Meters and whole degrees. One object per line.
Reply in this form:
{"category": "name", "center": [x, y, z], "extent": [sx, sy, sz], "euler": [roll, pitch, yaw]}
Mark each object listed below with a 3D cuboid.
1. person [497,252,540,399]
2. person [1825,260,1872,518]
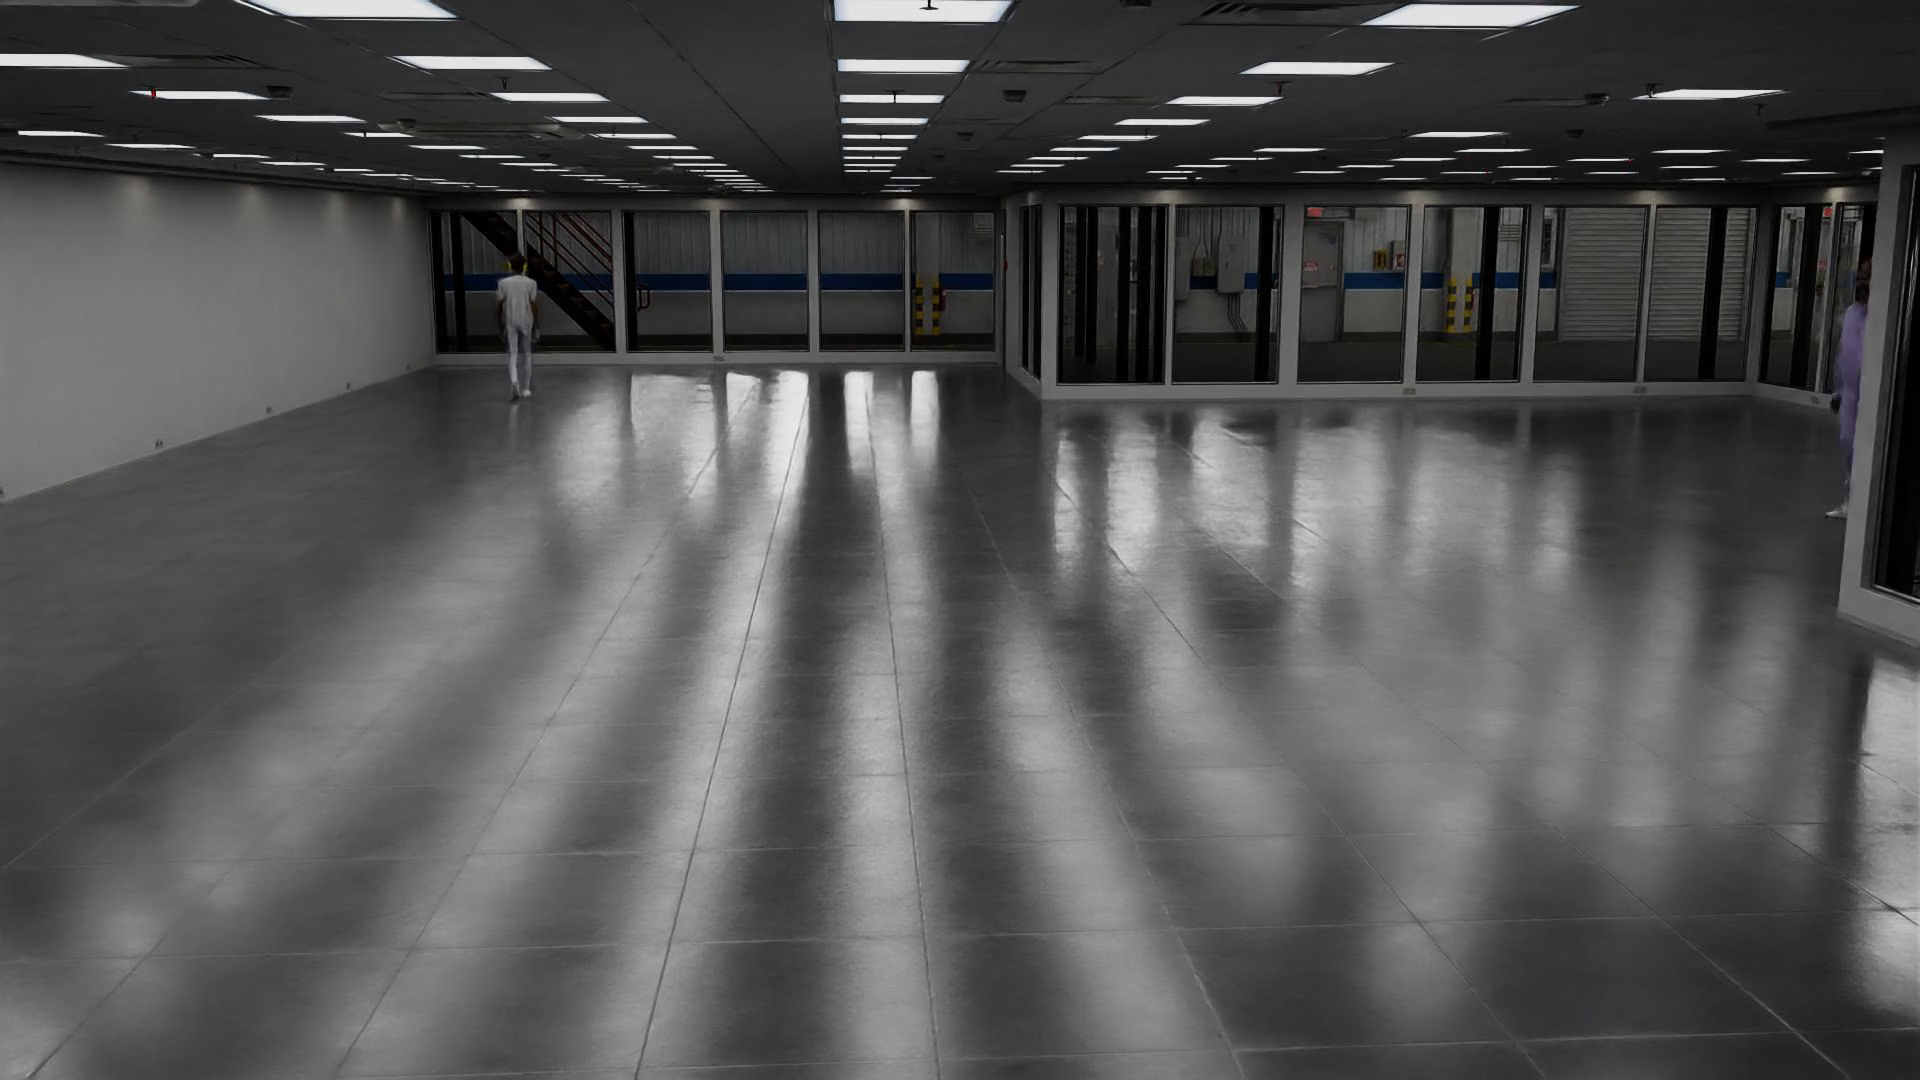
{"category": "person", "center": [-5.553, -2.689, 20.871], "extent": [0.527, 1.845, 0.796], "euler": [-2, 11, -10]}
{"category": "person", "center": [6.590, -1.071, 12.000], "extent": [0.478, 1.893, 0.658], "euler": [-2, 11, -11]}
